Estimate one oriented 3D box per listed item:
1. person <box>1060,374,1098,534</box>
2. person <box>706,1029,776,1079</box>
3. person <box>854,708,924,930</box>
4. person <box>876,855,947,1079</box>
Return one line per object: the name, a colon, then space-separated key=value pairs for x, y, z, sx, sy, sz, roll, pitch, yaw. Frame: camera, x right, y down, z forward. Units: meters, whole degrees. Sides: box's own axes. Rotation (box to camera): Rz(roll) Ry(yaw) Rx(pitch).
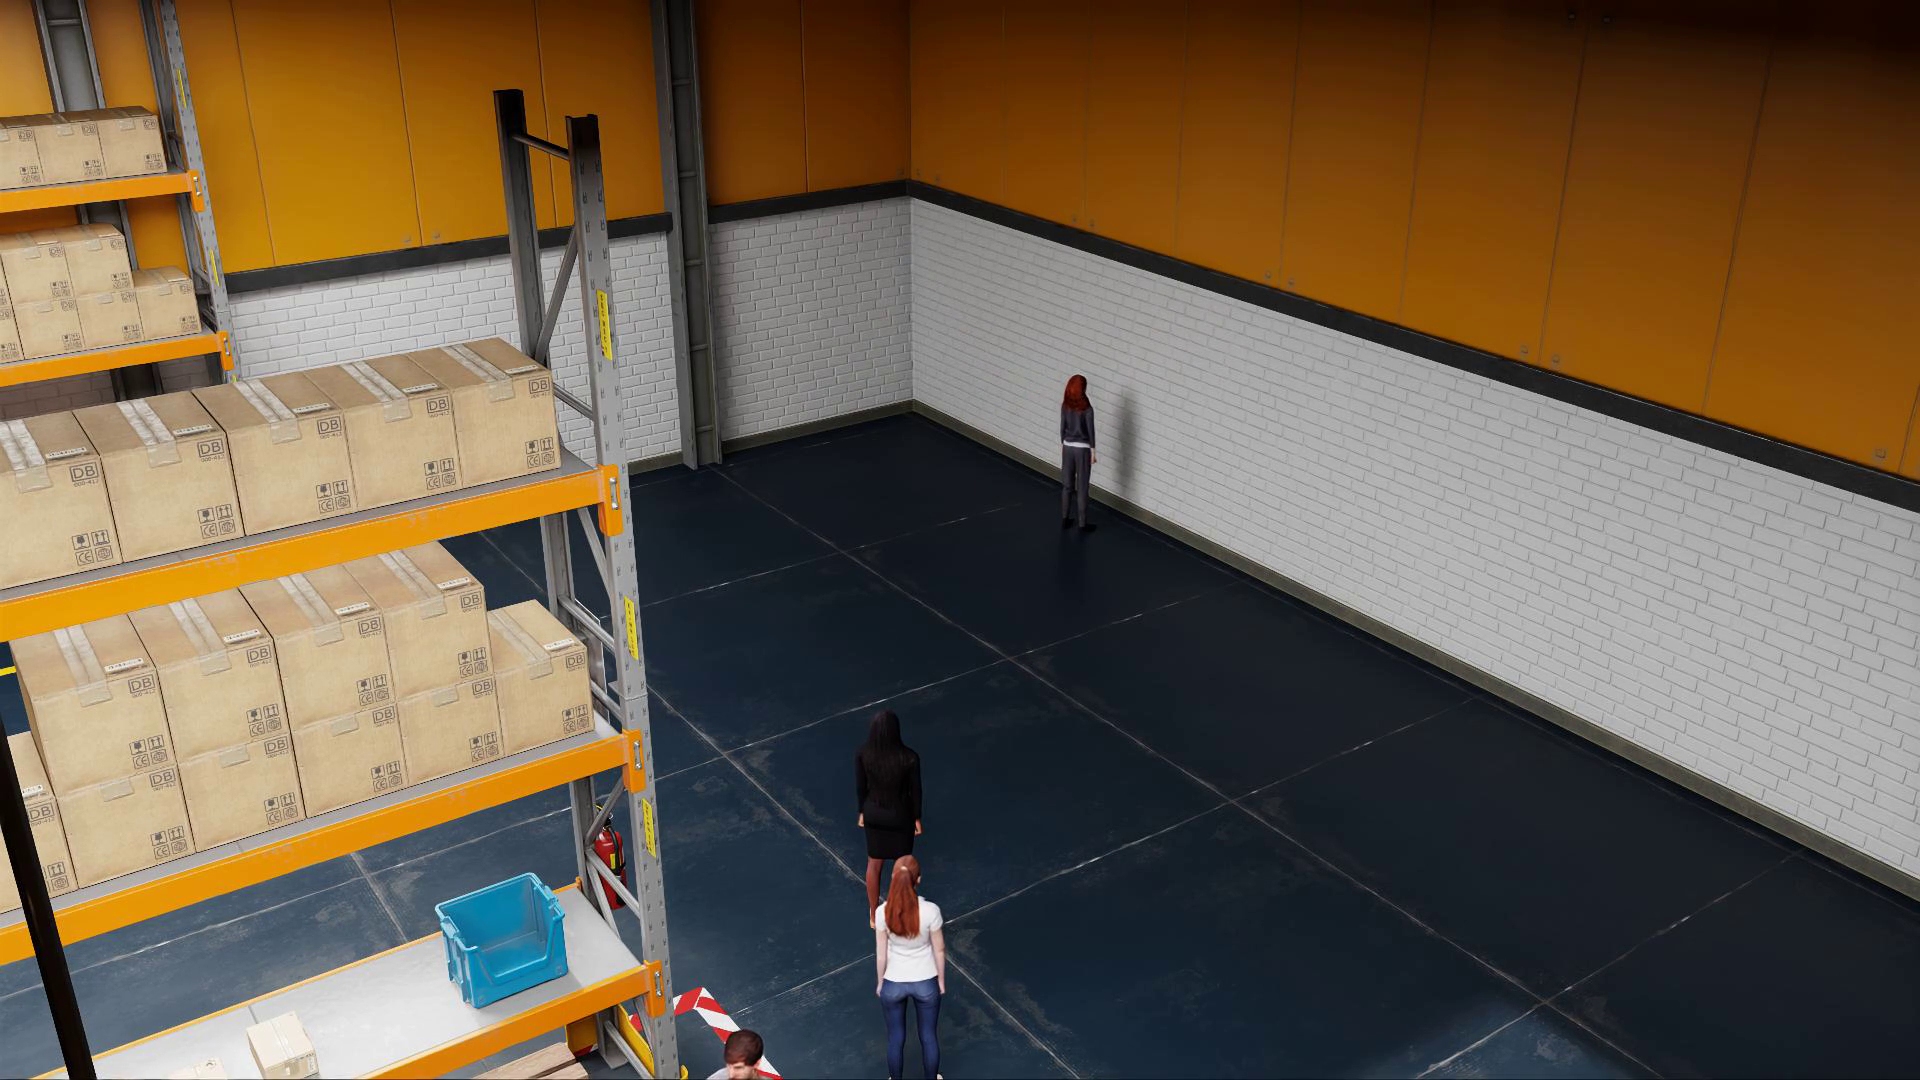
person: x=1.271 y=-0.946 z=18.056 sx=0.634 sy=1.779 sz=0.591 roll=18 pitch=29 yaw=35
person: x=-1.061 y=3.233 z=8.417 sx=0.736 sy=1.844 sz=0.763 roll=7 pitch=25 yaw=16
person: x=-0.495 y=1.928 z=11.555 sx=0.665 sy=1.720 sz=0.719 roll=4 pitch=24 yaw=10
person: x=-0.298 y=2.640 z=9.903 sx=0.630 sy=1.739 sz=0.717 roll=0 pitch=24 yaw=0
